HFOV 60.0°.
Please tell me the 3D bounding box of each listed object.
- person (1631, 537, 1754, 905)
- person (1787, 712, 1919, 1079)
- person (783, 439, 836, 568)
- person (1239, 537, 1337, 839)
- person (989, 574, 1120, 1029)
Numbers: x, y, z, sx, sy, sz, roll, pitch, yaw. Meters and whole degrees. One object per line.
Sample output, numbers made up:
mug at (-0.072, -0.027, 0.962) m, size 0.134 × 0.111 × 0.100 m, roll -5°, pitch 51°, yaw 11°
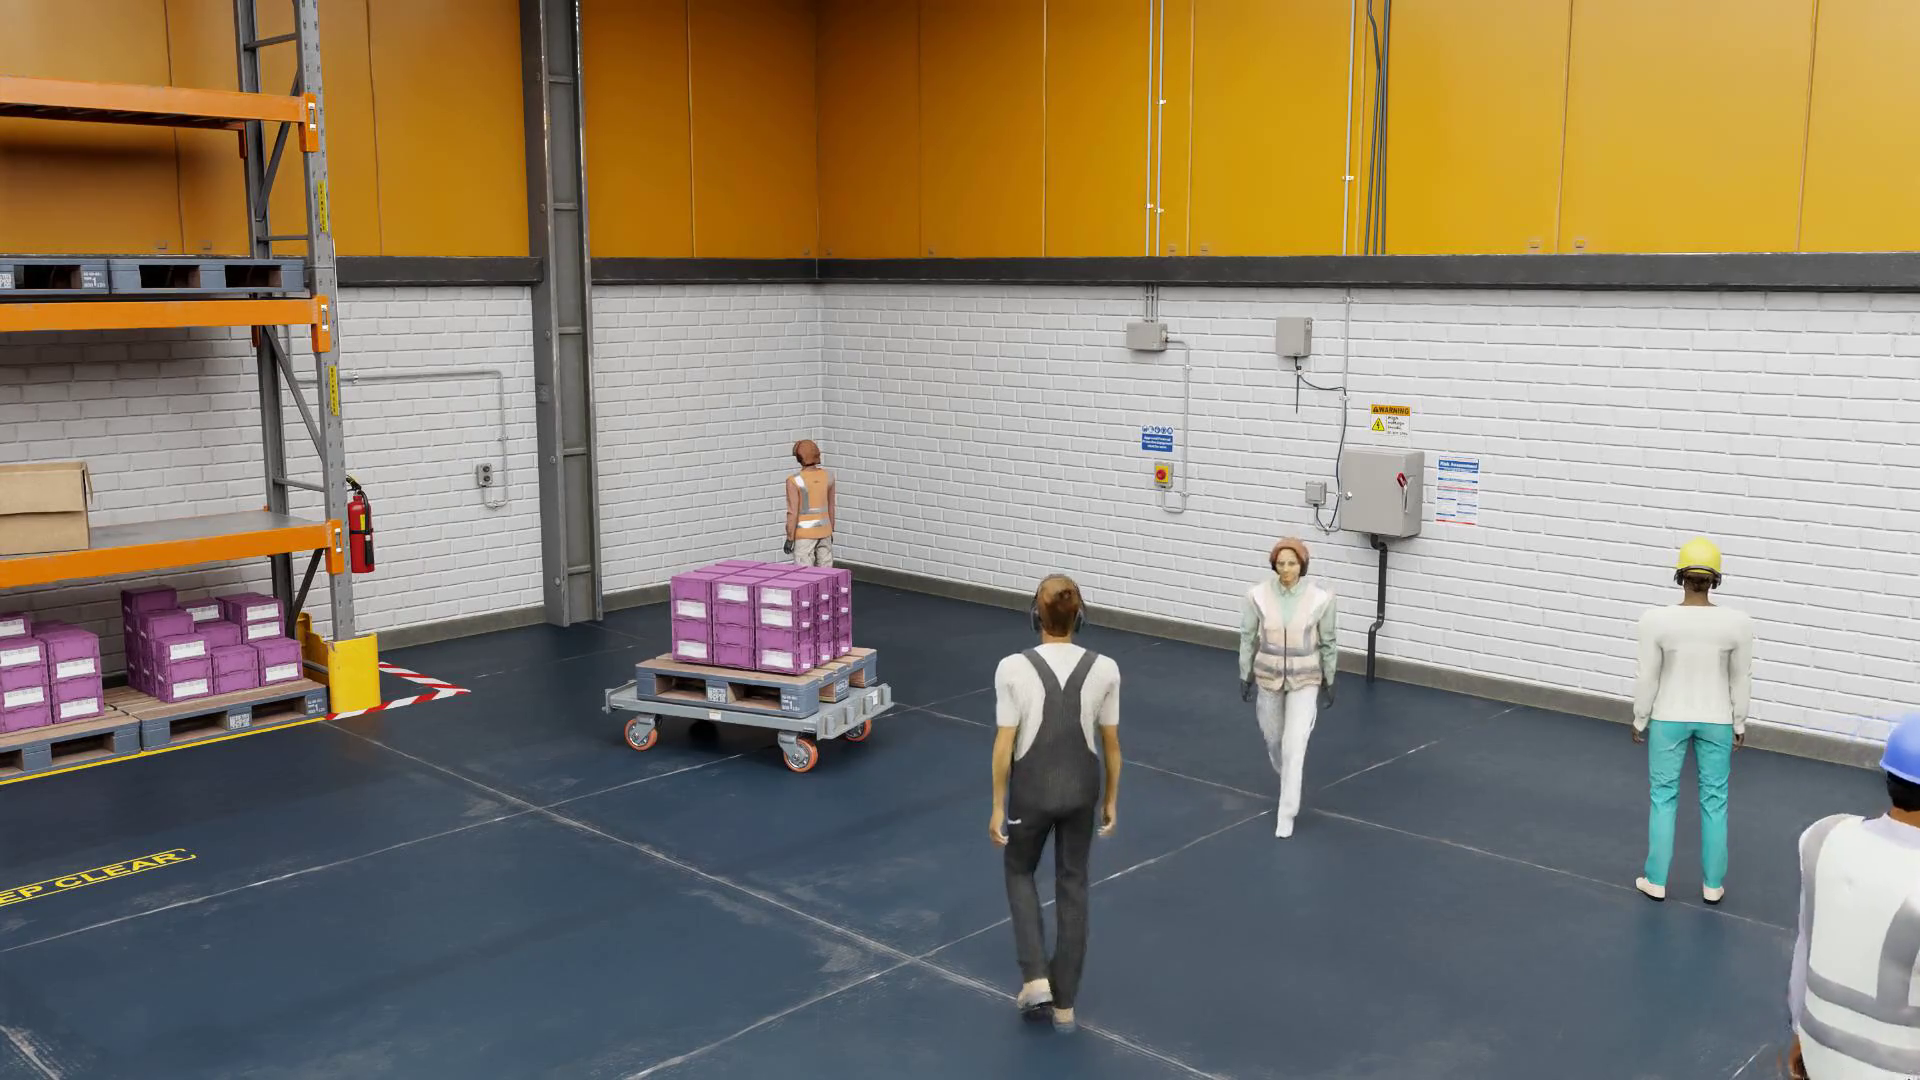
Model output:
person at (3.490, 0.865, 7.959) m, size 0.523 × 1.769 × 0.316 m, roll 2°, pitch 10°, yaw 13°
person at (2.431, 1.375, 4.324) m, size 0.436 × 1.927 × 0.634 m, roll -2°, pitch 9°, yaw -12°
person at (-1.236, -0.017, 13.766) m, size 0.310 × 1.638 × 0.514 m, roll 9°, pitch 13°, yaw 44°
person at (1.812, 0.753, 9.150) m, size 0.527 × 1.607 × 0.787 m, roll 3°, pitch 10°, yaw 20°
person at (0.377, 1.041, 6.669) m, size 0.547 × 1.831 × 0.411 m, roll -1°, pitch 9°, yaw -8°
